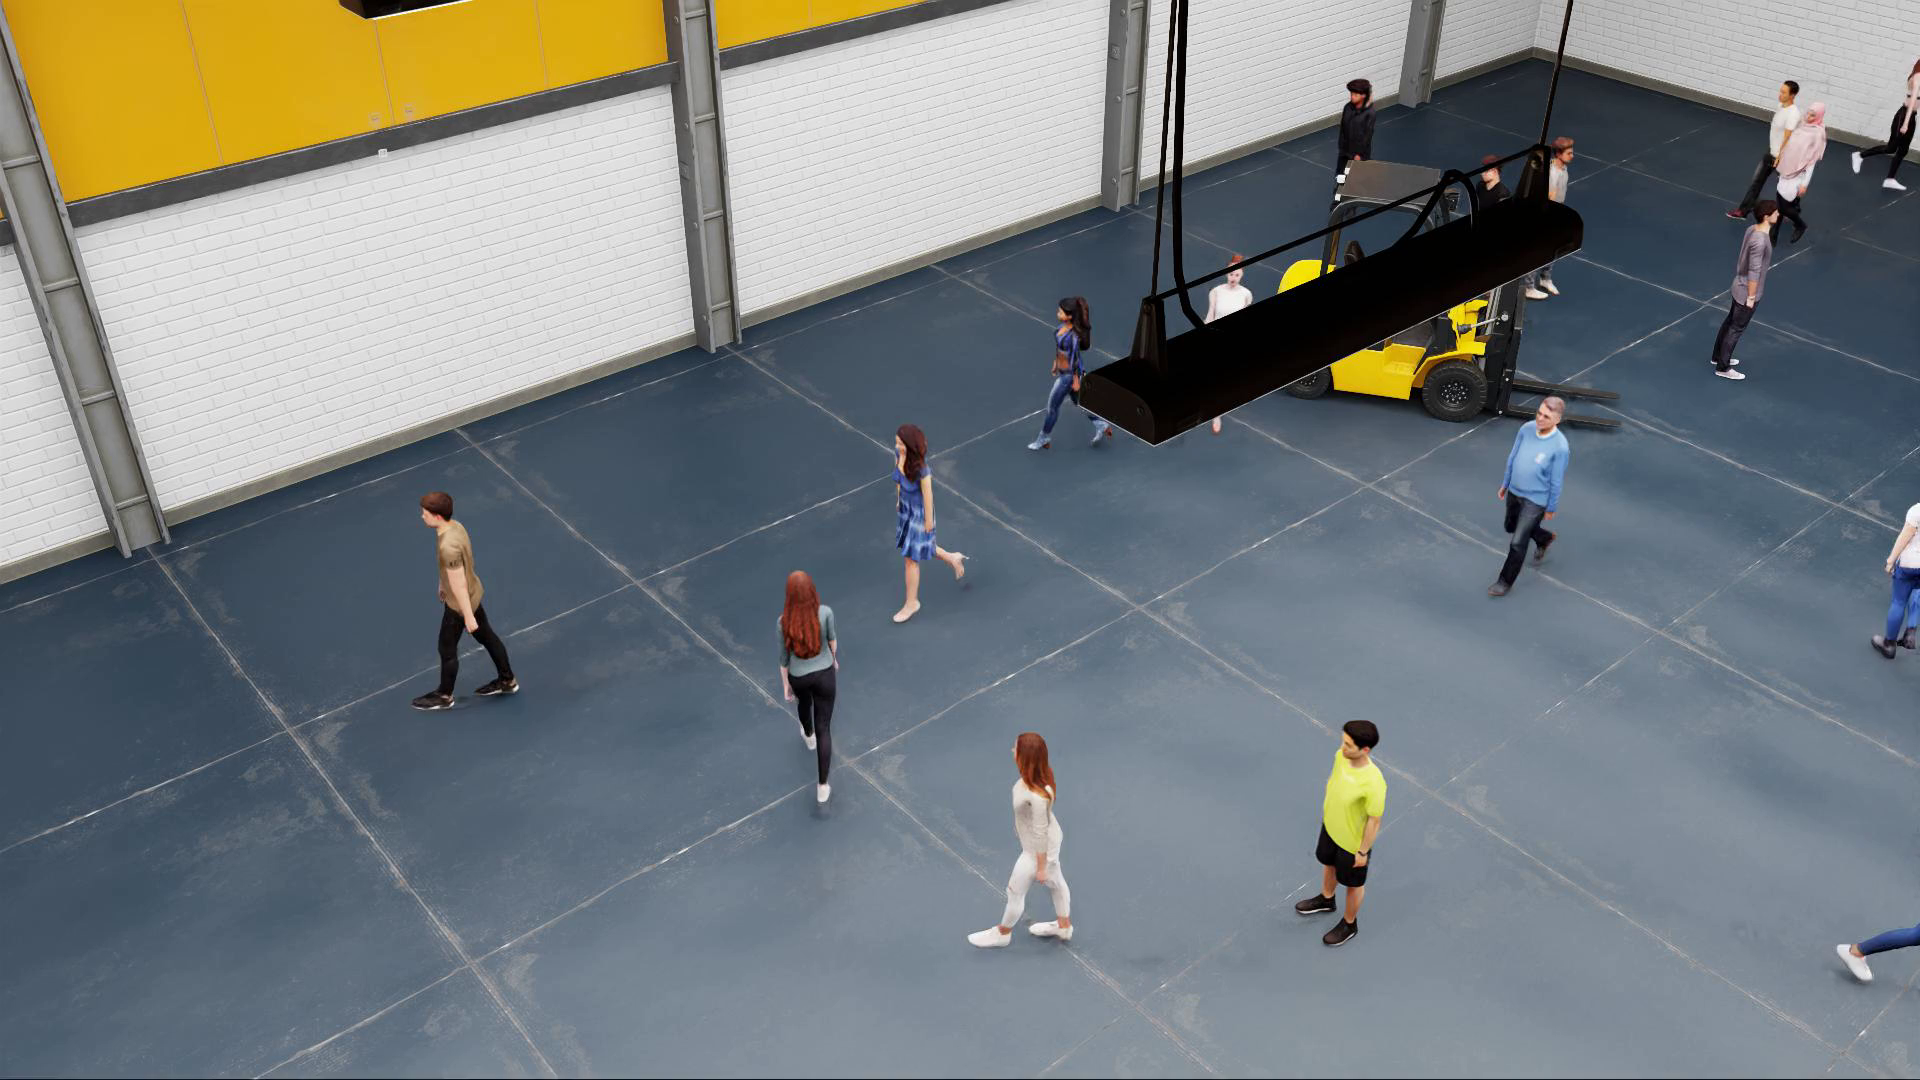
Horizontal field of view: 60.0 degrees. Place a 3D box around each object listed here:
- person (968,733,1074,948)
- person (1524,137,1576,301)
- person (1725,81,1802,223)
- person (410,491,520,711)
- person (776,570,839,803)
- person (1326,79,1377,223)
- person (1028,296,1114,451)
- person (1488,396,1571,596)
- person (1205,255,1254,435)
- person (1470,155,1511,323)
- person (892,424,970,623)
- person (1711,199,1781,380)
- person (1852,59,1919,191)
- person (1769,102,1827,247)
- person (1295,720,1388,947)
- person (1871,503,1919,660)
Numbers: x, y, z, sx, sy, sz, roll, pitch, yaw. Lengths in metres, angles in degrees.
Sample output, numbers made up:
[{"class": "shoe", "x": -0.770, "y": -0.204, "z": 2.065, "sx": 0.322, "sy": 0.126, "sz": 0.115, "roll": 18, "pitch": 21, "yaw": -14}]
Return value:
[{"class": "person", "x": 0.575, "y": 1.887, "z": 10.275, "sx": 1.012, "sy": 1.684, "sz": 0.946, "roll": 2, "pitch": 34, "yaw": 3}, {"class": "person", "x": 6.382, "y": -3.530, "z": 18.255, "sx": 0.888, "sy": 1.872, "sz": 0.753, "roll": 12, "pitch": 35, "yaw": 17}, {"class": "person", "x": 9.966, "y": -4.639, "z": 20.040, "sx": 1.222, "sy": 1.744, "sz": 1.058, "roll": -3, "pitch": 34, "yaw": -4}, {"class": "person", "x": -3.590, "y": 0.441, "z": 12.324, "sx": 1.153, "sy": 1.824, "sz": 0.981, "roll": -7, "pitch": 34, "yaw": -11}, {"class": "person", "x": -1.012, "y": 1.030, "z": 11.552, "sx": 1.155, "sy": 1.697, "sz": 1.071, "roll": -4, "pitch": 34, "yaw": -6}, {"class": "person", "x": 4.836, "y": -4.765, "z": 20.227, "sx": 0.764, "sy": 1.745, "sz": 0.948, "roll": 20, "pitch": 39, "yaw": 28}, {"class": "person", "x": 1.094, "y": -1.537, "z": 15.520, "sx": 1.144, "sy": 1.580, "sz": 0.985, "roll": -3, "pitch": 34, "yaw": -5}, {"class": "person", "x": 4.721, "y": -0.408, "z": 13.623, "sx": 1.077, "sy": 1.799, "sz": 0.784, "roll": -18, "pitch": 38, "yaw": -25}, {"class": "person", "x": 2.532, "y": -1.904, "z": 15.896, "sx": 0.919, "sy": 1.775, "sz": 1.036, "roll": 6, "pitch": 34, "yaw": 10}, {"class": "person", "x": 5.747, "y": -3.234, "z": 17.851, "sx": 0.825, "sy": 1.827, "sz": 0.806, "roll": -13, "pitch": 36, "yaw": -18}, {"class": "person", "x": -0.297, "y": -0.176, "z": 13.285, "sx": 1.048, "sy": 1.787, "sz": 0.774, "roll": -18, "pitch": 38, "yaw": -25}, {"class": "person", "x": 7.947, "y": -2.556, "z": 16.803, "sx": 0.807, "sy": 1.856, "sz": 0.703, "roll": 8, "pitch": 34, "yaw": 11}, {"class": "person", "x": 11.893, "y": -5.332, "z": 21.100, "sx": 0.941, "sy": 1.724, "sz": 0.776, "roll": -27, "pitch": 42, "yaw": -34}, {"class": "person", "x": 9.806, "y": -4.223, "z": 19.365, "sx": 0.930, "sy": 1.796, "sz": 0.859, "roll": -3, "pitch": 34, "yaw": -4}, {"class": "person", "x": 2.432, "y": 1.792, "z": 10.397, "sx": 0.642, "sy": 1.707, "sz": 0.679, "roll": -12, "pitch": 35, "yaw": -17}, {"class": "person", "x": 7.399, "y": 0.241, "z": 12.761, "sx": 0.740, "sy": 1.674, "sz": 0.812, "roll": -1, "pitch": 34, "yaw": -2}]
